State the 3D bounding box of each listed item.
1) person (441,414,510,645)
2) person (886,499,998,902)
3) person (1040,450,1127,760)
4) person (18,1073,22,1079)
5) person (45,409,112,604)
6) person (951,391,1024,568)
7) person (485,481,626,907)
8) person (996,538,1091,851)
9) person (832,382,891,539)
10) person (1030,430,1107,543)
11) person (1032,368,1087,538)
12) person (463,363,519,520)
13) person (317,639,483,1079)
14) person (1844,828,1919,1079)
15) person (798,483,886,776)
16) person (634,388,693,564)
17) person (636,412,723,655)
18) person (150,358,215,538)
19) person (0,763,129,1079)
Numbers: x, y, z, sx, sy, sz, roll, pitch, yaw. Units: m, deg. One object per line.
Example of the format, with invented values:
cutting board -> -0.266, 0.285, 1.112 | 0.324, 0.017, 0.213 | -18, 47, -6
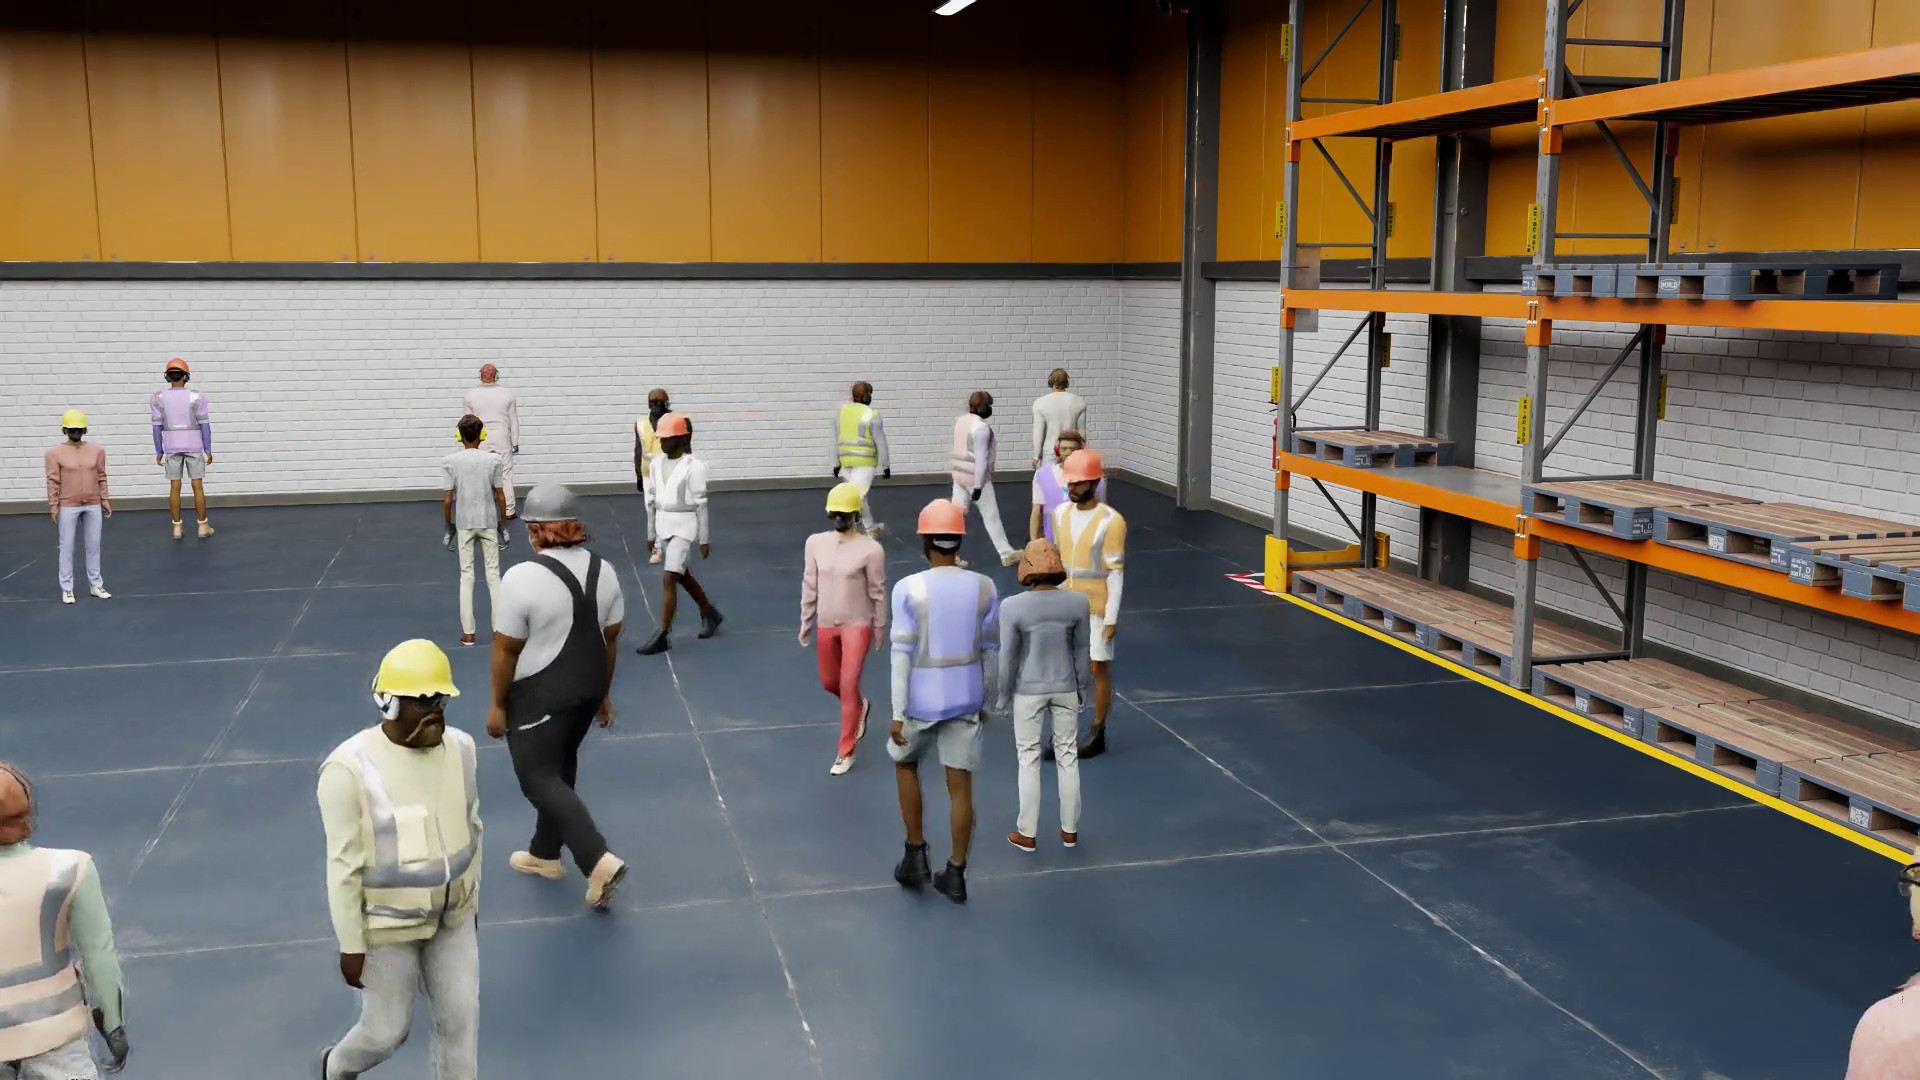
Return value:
person -> -3.898, -0.083, 13.395 | 0.521, 1.865, 0.328 | -2, 9, -14
person -> -0.108, 0.755, 7.995 | 0.550, 1.912, 0.598 | -3, 10, -21
person -> 0.699, 0.417, 10.085 | 0.570, 1.919, 0.649 | 7, 12, 39
person -> -3.319, 1.271, 5.251 | 0.658, 1.777, 0.962 | 4, 10, 22
person -> -7.999, -0.312, 15.128 | 0.327, 1.765, 0.531 | 8, 12, 41
person -> 0.217, -0.604, 16.847 | 0.921, 1.794, 0.637 | -6, 11, -31
person -> -1.898, 0.703, 7.933 | 0.894, 2.000, 0.679 | 5, 11, 30
person -> 0.432, 0.798, 8.610 | 0.498, 1.633, 0.282 | -2, 9, -14
person -> -1.042, -0.842, 18.346 | 0.658, 1.792, 0.941 | 7, 11, 37
person -> 0.811, 0.069, 12.614 | 0.567, 1.801, 0.948 | 3, 9, 16
person -> 1.100, -0.947, 18.549 | 0.627, 1.941, 0.371 | -2, 9, -14
person -> -5.648, -1.178, 20.087 | 0.639, 1.910, 0.406 | -2, 9, -14
person -> -1.857, 1.205, 5.526 | 0.697, 1.808, 0.600 | 7, 11, 37
person -> 2.034, 1.491, 3.511 | 0.673, 1.877, 0.732 | -3, 10, -20
person -> -0.674, 0.497, 10.149 | 0.526, 1.740, 0.725 | 4, 10, 23
person -> -3.058, -0.675, 17.217 | 0.625, 1.821, 0.527 | 1, 9, 8
person -> -2.236, -0.084, 13.293 | 0.553, 1.898, 0.983 | 7, 11, 35
person -> -8.767, -1.031, 18.779 | 0.605, 2.035, 0.390 | -2, 9, -14
person -> -2.656, 1.430, 4.735 | 0.568, 1.622, 0.315 | -4, 10, -24
